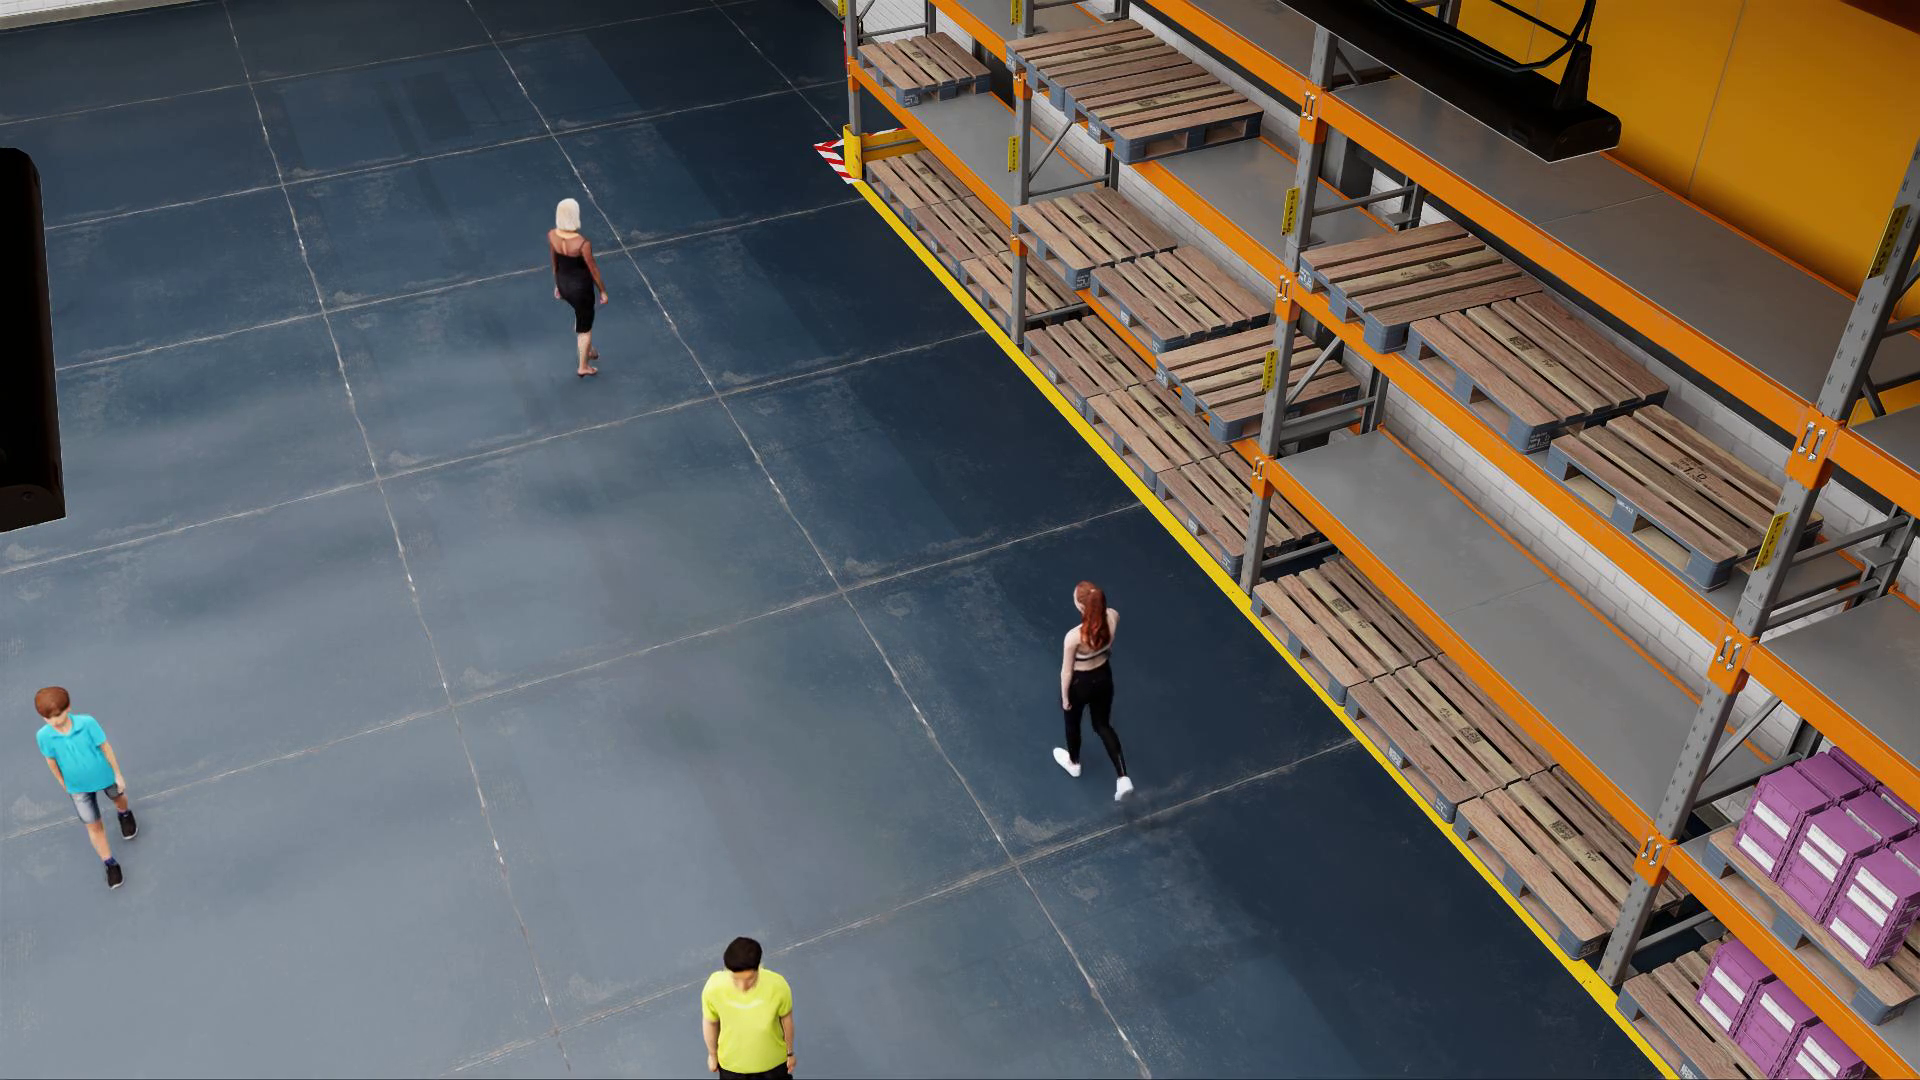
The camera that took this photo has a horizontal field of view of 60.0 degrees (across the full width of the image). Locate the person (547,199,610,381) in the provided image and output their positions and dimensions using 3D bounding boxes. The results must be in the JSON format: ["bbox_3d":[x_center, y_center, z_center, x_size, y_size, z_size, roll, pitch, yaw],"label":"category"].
[{"bbox_3d":[-3.434,-2.164,14.683,0.756,1.731,0.826,19,42,22],"label":"person"}]

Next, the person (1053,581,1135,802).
[{"bbox_3d":[0.893,0.999,10.729,0.649,1.723,1.015,-21,43,-24],"label":"person"}]

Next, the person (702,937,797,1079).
[{"bbox_3d":[-1.090,2.644,8.680,0.684,1.709,0.648,-4,39,-5],"label":"person"}]

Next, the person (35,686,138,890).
[{"bbox_3d":[-5.455,1.429,10.441,0.562,1.411,0.946,-19,42,-22],"label":"person"}]
